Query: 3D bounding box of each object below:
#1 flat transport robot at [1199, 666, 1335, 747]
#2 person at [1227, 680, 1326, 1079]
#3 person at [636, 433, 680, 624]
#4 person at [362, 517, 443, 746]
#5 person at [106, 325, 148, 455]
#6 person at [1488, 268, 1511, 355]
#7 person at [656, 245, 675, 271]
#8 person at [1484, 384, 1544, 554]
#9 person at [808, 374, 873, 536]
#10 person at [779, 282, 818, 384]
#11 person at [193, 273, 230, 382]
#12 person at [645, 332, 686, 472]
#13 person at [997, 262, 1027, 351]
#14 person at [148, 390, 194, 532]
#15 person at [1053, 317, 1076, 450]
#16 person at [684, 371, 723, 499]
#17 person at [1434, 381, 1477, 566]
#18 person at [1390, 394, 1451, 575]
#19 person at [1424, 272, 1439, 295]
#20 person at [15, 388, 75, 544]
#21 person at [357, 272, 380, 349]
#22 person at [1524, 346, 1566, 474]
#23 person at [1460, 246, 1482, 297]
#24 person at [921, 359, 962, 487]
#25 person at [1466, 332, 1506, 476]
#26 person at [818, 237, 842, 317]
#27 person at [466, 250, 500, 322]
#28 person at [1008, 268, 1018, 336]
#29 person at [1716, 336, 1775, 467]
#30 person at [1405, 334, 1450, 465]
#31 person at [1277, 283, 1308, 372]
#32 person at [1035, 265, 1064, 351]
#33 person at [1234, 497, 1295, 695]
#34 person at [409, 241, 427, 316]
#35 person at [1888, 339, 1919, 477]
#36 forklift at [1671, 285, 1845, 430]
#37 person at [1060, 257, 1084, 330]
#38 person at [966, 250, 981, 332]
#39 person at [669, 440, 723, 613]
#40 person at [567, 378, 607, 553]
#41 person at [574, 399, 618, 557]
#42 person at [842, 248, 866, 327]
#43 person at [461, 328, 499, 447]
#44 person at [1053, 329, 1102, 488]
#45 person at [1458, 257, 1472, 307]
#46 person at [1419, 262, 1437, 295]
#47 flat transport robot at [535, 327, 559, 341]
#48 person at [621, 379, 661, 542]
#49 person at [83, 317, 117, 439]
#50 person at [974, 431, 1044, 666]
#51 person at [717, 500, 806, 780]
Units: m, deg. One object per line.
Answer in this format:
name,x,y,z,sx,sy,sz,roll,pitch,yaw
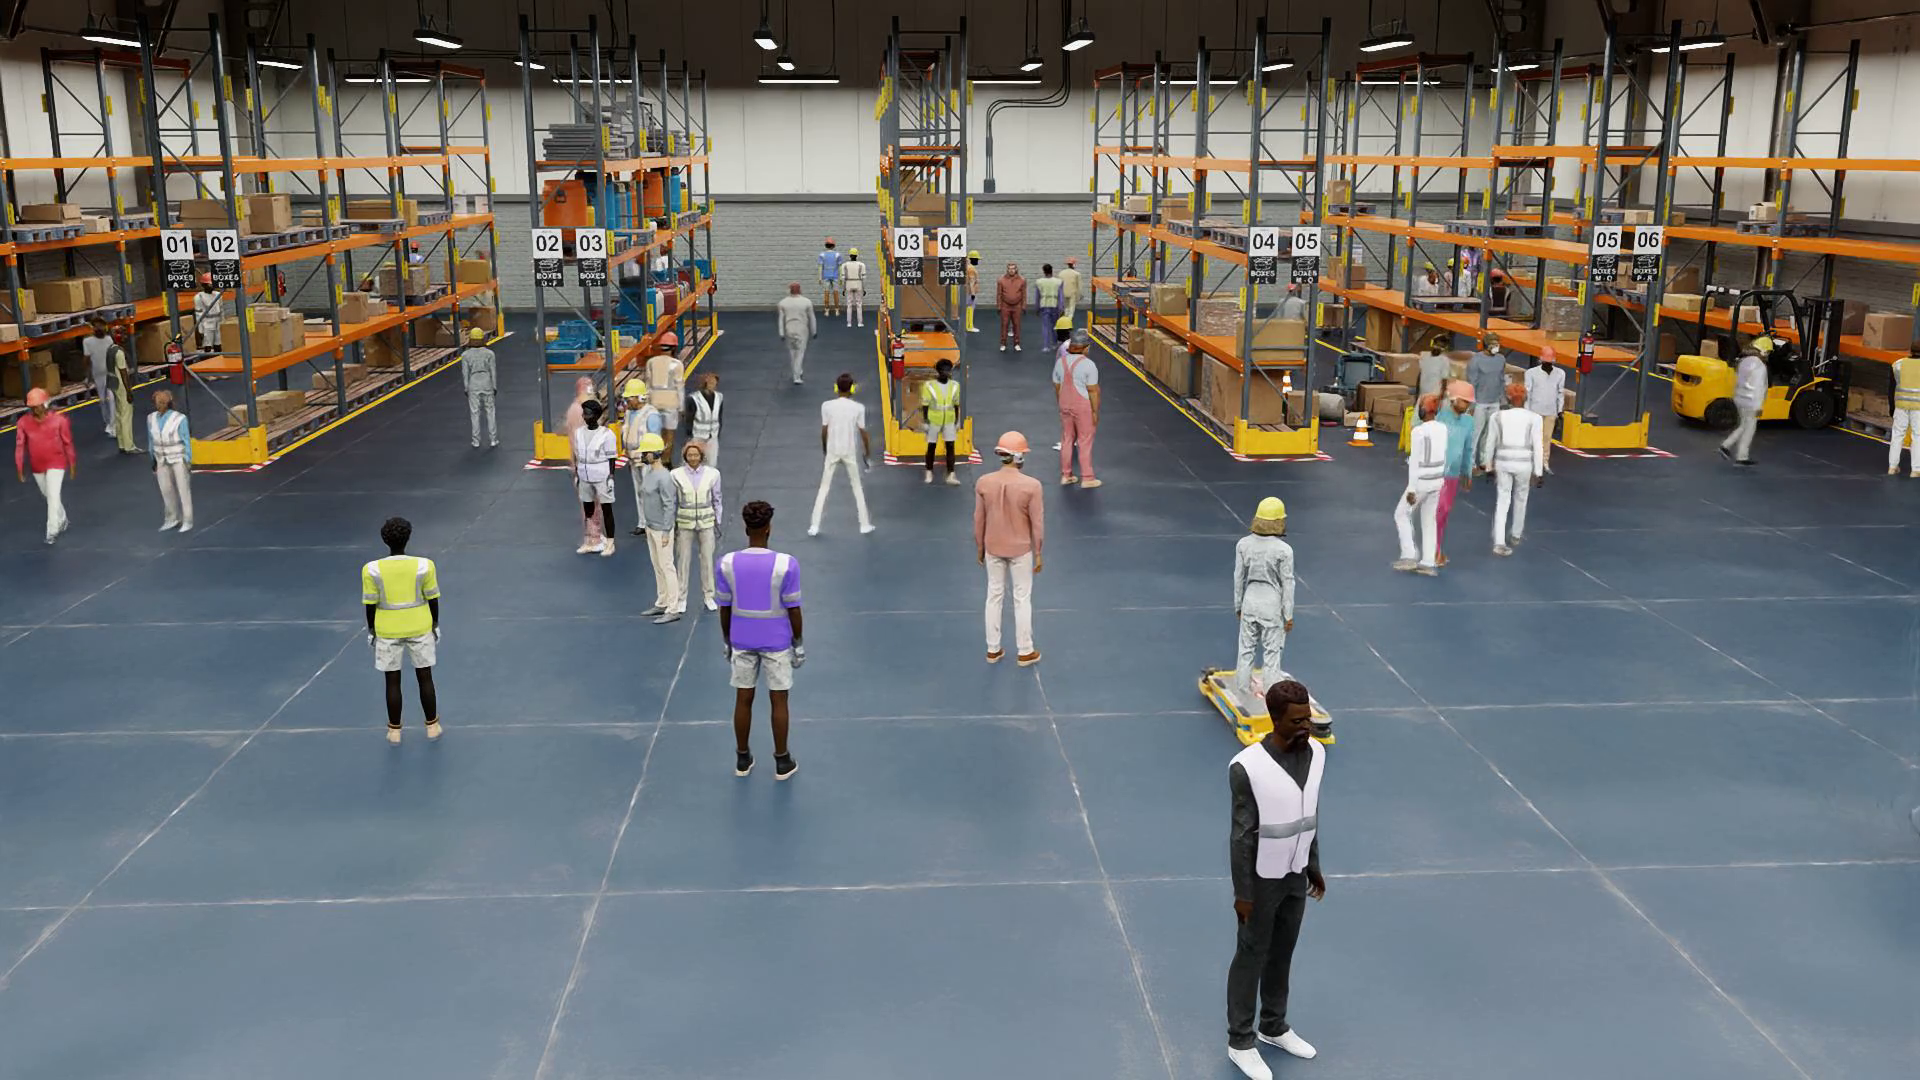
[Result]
flat transport robot,2.329,1.254,12.747,0.652,0.197,1.431,-2,13,-6
person,1.489,1.573,7.863,0.587,1.920,0.391,-11,17,-38
person,-2.796,-0.110,15.322,0.315,1.767,0.535,-7,15,-28
person,-4.073,0.666,12.183,0.541,1.695,0.316,-5,14,-20
person,-11.960,-2.139,23.744,0.389,1.847,0.566,-11,17,-39
person,10.395,-4.279,32.436,0.621,2.013,0.707,-1,13,-5
person,-7.523,-6.575,42.461,0.356,1.882,0.574,9,16,35
person,6.007,-0.773,18.033,0.646,1.826,0.982,6,15,26
person,-1.337,-0.943,18.757,0.746,1.825,0.530,-1,13,-4
person,-3.006,-3.877,31.089,0.651,1.857,0.997,3,14,14
person,-14.021,-3.985,31.187,0.427,2.035,0.601,6,14,23
person,-3.945,-1.829,22.311,0.584,1.901,0.529,5,14,19
person,1.115,-5.015,35.801,0.644,1.907,0.399,0,13,-1
person,-8.988,-0.901,18.963,0.522,1.641,0.314,3,14,11
person,1.518,-2.264,24.104,0.382,1.924,0.594,4,14,15
person,-3.236,-1.318,20.754,0.532,1.615,0.582,-13,18,-43
person,5.098,-0.691,17.364,0.650,1.957,0.588,-6,14,-23
person,4.704,-0.578,17.084,0.597,1.866,0.588,-10,16,-36
person,10.446,-5.136,36.930,0.290,1.623,0.496,13,18,43
person,-10.255,-0.874,18.678,0.577,1.713,0.884,-2,13,-8
person,-12.532,-4.822,35.335,0.492,1.742,0.319,-10,17,-36
person,7.818,-1.739,22.273,0.565,1.739,0.350,0,13,-1
person,13.445,-6.982,43.842,0.610,2.042,0.396,0,13,-1
person,-0.256,-1.523,21.530,0.547,1.669,0.569,-5,14,-19
person,7.015,-1.818,22.214,0.621,1.932,0.374,-7,15,-26
person,-3.361,-6.820,43.160,0.611,2.039,0.393,-1,13,-5
person,-12.002,-6.379,41.821,0.965,1.796,0.584,-11,17,-38
person,1.235,-5.566,38.696,0.307,1.645,0.520,-2,13,-7
person,10.828,-1.892,22.810,0.513,1.805,0.598,1,13,4
person,6.419,-1.926,22.886,0.410,1.832,0.565,-9,16,-32
person,6.548,-4.181,32.653,0.586,1.718,0.630,8,15,31
person,1.938,-5.016,35.943,0.629,1.852,1.012,2,13,10
person,2.324,0.529,12.662,0.492,1.742,0.319,11,17,38
person,-14.184,-6.823,43.396,0.551,1.935,0.375,2,13,10
person,12.695,-1.760,22.152,0.429,1.844,0.623,-11,17,-38
forklift,12.503,-2.886,26.166,2.313,2.155,1.214,-1,13,-3
person,2.727,-5.948,40.120,0.577,1.726,0.673,10,17,36
person,0.311,-5.924,39.606,0.375,1.925,0.595,0,13,-2
person,-2.490,-0.132,15.685,0.515,1.641,0.315,-3,14,-14
person,-4.050,-0.818,18.139,0.420,1.862,0.735,-1,13,-5
person,-3.911,-0.665,17.824,0.532,1.697,0.319,5,14,22
person,-2.584,-6.146,40.547,0.594,1.926,0.366,0,13,-1
person,-7.035,-2.240,24.396,0.486,1.744,0.294,-4,14,-18
person,1.566,-1.708,21.503,0.673,2.000,0.535,13,18,43
person,12.059,-5.918,39.952,0.339,1.749,0.573,-8,16,-31
person,10.803,-5.595,38.623,0.531,1.741,0.758,-7,15,-26
flat transport robot,-9.402,-4.734,38.116,0.652,0.197,1.431,-3,14,-14
person,-3.551,-0.894,18.542,0.418,1.821,0.594,-12,18,-43
person,-13.024,-2.489,25.299,0.517,1.826,0.985,-4,14,-18
person,0.423,0.073,14.065,0.612,1.991,0.392,5,14,22
person,-1.370,0.689,11.526,0.611,1.958,0.363,3,14,11
